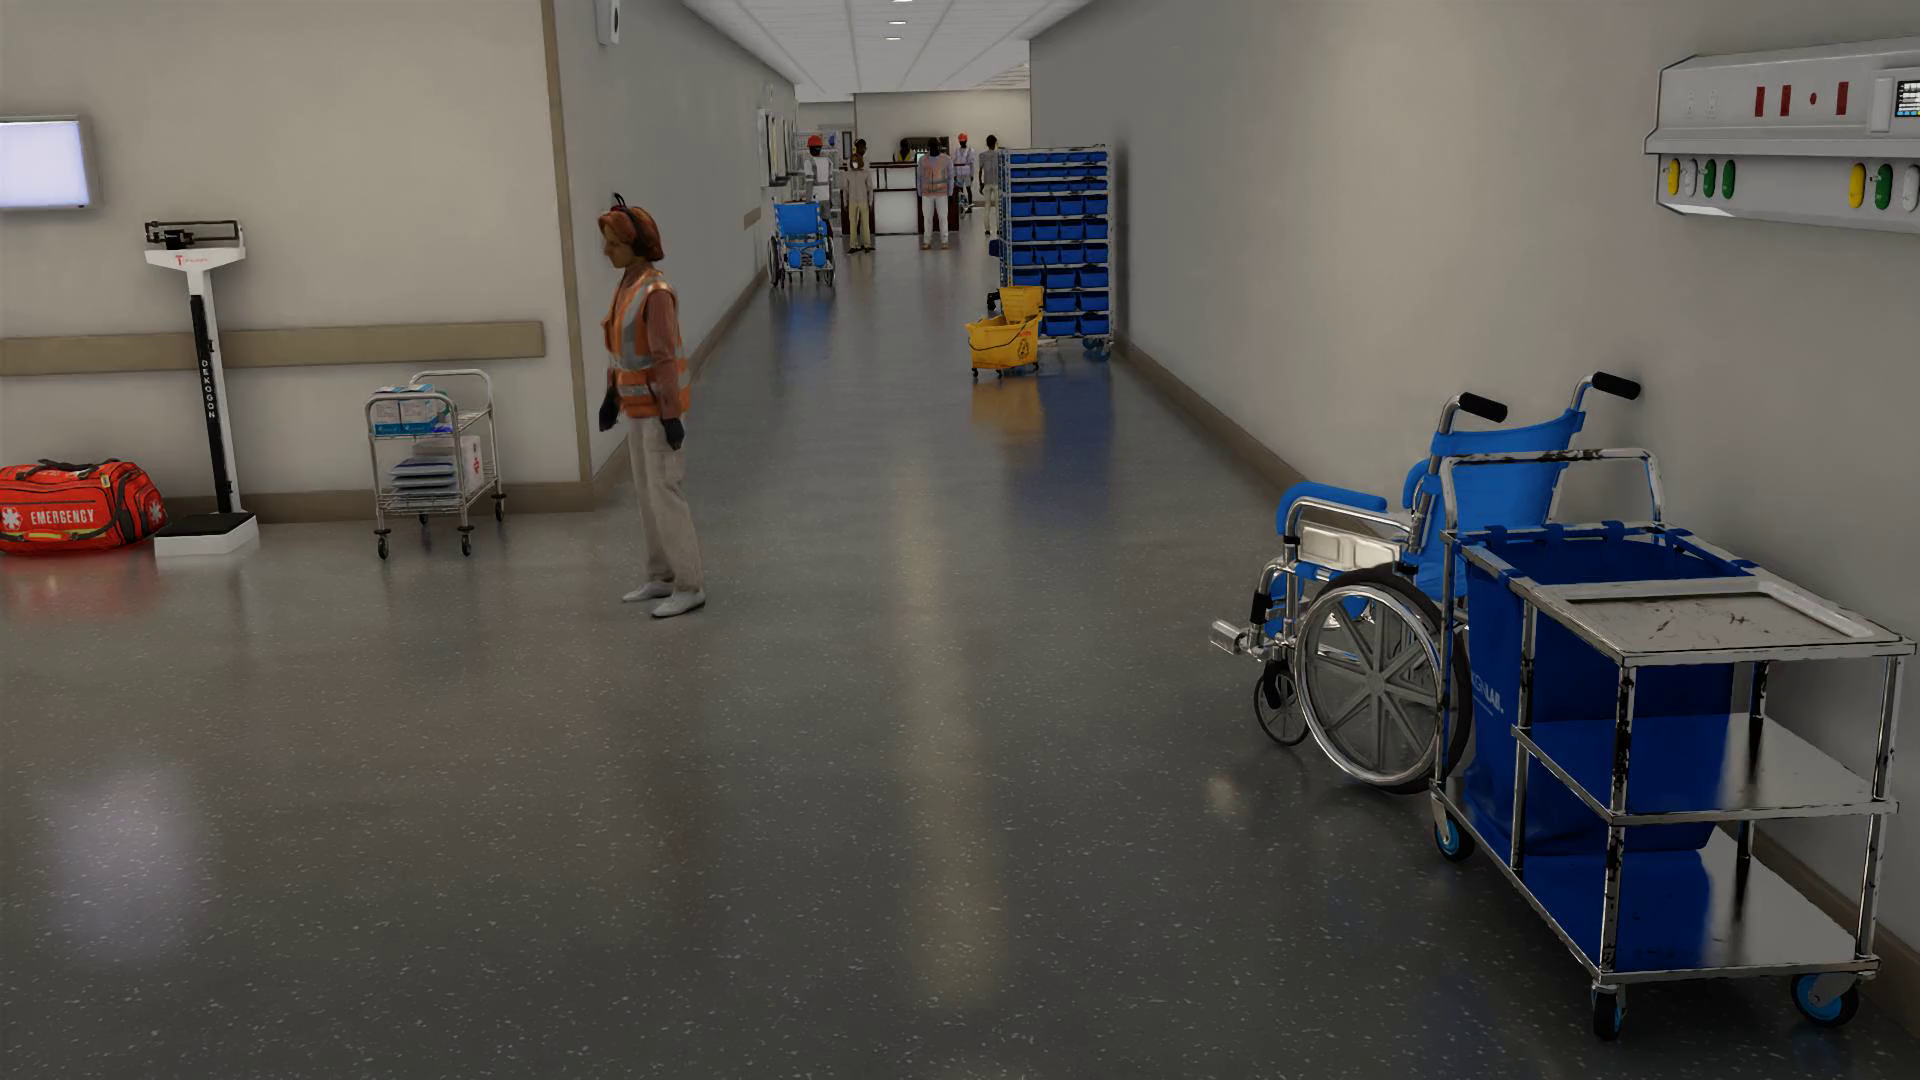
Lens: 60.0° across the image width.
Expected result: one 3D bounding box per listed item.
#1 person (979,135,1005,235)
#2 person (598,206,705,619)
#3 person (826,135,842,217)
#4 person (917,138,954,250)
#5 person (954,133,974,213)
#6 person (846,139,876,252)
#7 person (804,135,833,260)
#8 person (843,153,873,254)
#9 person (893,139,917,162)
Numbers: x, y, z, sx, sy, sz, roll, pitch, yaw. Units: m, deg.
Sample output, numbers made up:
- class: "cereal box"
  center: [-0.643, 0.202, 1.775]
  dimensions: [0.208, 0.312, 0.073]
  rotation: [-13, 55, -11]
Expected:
- class: "person"
  center: [0.611, -6.666, 31.275]
  dimensions: [0.535, 1.866, 0.314]
  rotation: [2, 14, 14]
- class: "person"
  center: [-1.255, -0.516, 6.709]
  dimensions: [0.315, 1.632, 0.596]
  rotation: [-9, 15, -27]
- class: "person"
  center: [-3.044, -8.801, 40.299]
  dimensions: [0.375, 1.950, 0.614]
  rotation: [-6, 14, -17]
- class: "person"
  center: [-0.415, -5.776, 27.789]
  dimensions: [0.621, 1.845, 0.429]
  rotation: [1, 14, 9]
- class: "person"
  center: [0.095, -8.957, 40.623]
  dimensions: [0.545, 1.929, 0.390]
  rotation: [5, 15, 27]
- class: "person"
  center: [-1.659, -5.795, 27.966]
  dimensions: [0.328, 1.865, 0.519]
  rotation: [11, 19, 42]
- class: "person"
  center: [-2.243, -5.386, 26.200]
  dimensions: [0.366, 1.935, 0.552]
  rotation: [11, 19, 42]
- class: "person"
  center: [-1.677, -5.541, 27.404]
  dimensions: [0.507, 1.633, 0.278]
  rotation: [1, 14, 9]
- class: "person"
  center: [-1.243, -8.264, 38.144]
  dimensions: [0.618, 1.836, 0.431]
  rotation: [1, 14, 12]
